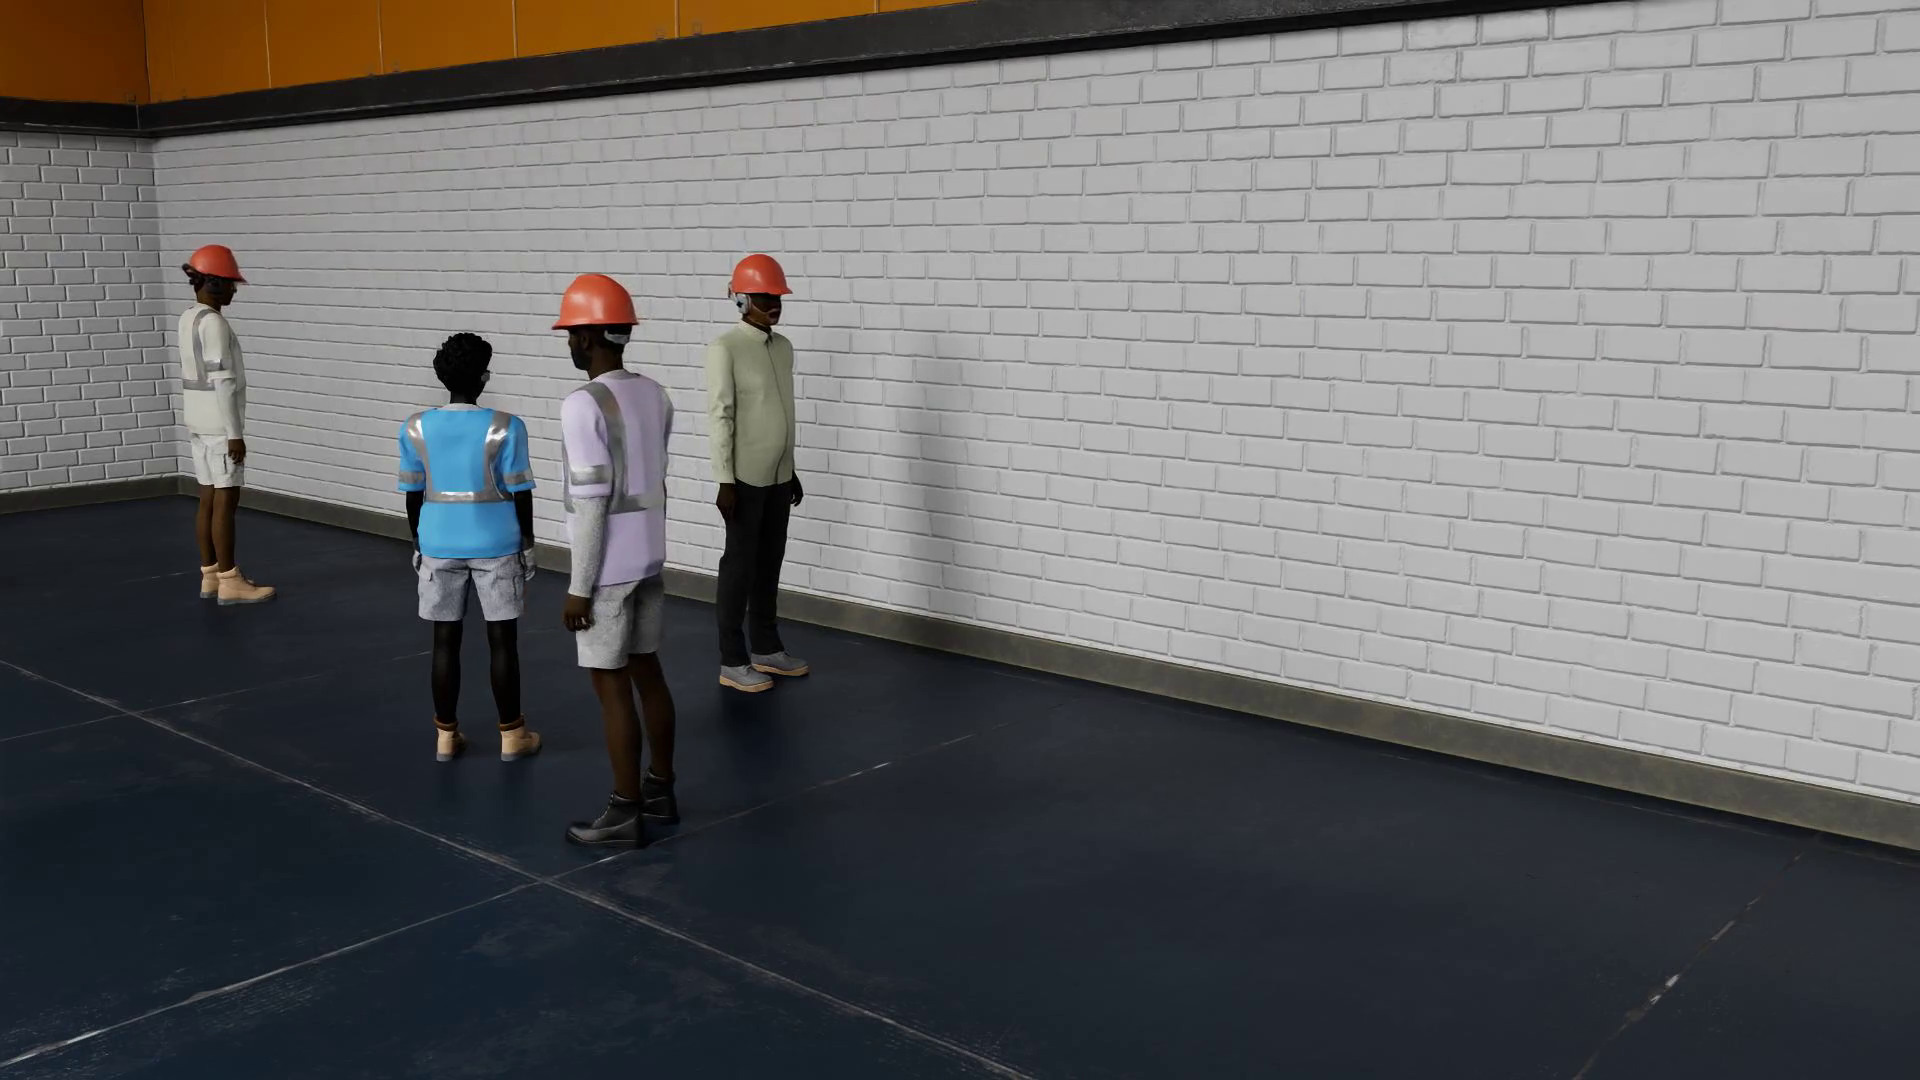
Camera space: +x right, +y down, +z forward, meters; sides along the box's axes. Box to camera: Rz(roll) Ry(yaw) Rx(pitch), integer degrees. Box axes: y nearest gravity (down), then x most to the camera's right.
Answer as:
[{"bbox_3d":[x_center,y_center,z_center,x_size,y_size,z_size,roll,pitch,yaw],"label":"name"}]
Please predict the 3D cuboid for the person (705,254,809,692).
[{"bbox_3d":[-0.924,-0.312,7.689,0.390,1.992,0.624,5,11,27],"label":"person"}]

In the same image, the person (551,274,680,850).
[{"bbox_3d":[-1.187,0.079,5.629,0.373,1.934,0.551,3,11,19],"label":"person"}]

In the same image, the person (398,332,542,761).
[{"bbox_3d":[-1.916,0.038,6.546,0.539,1.696,0.317,0,10,3],"label":"person"}]

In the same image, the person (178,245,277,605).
[{"bbox_3d":[-4.217,-0.654,9.508,0.383,2.041,0.605,-9,13,-40],"label":"person"}]
